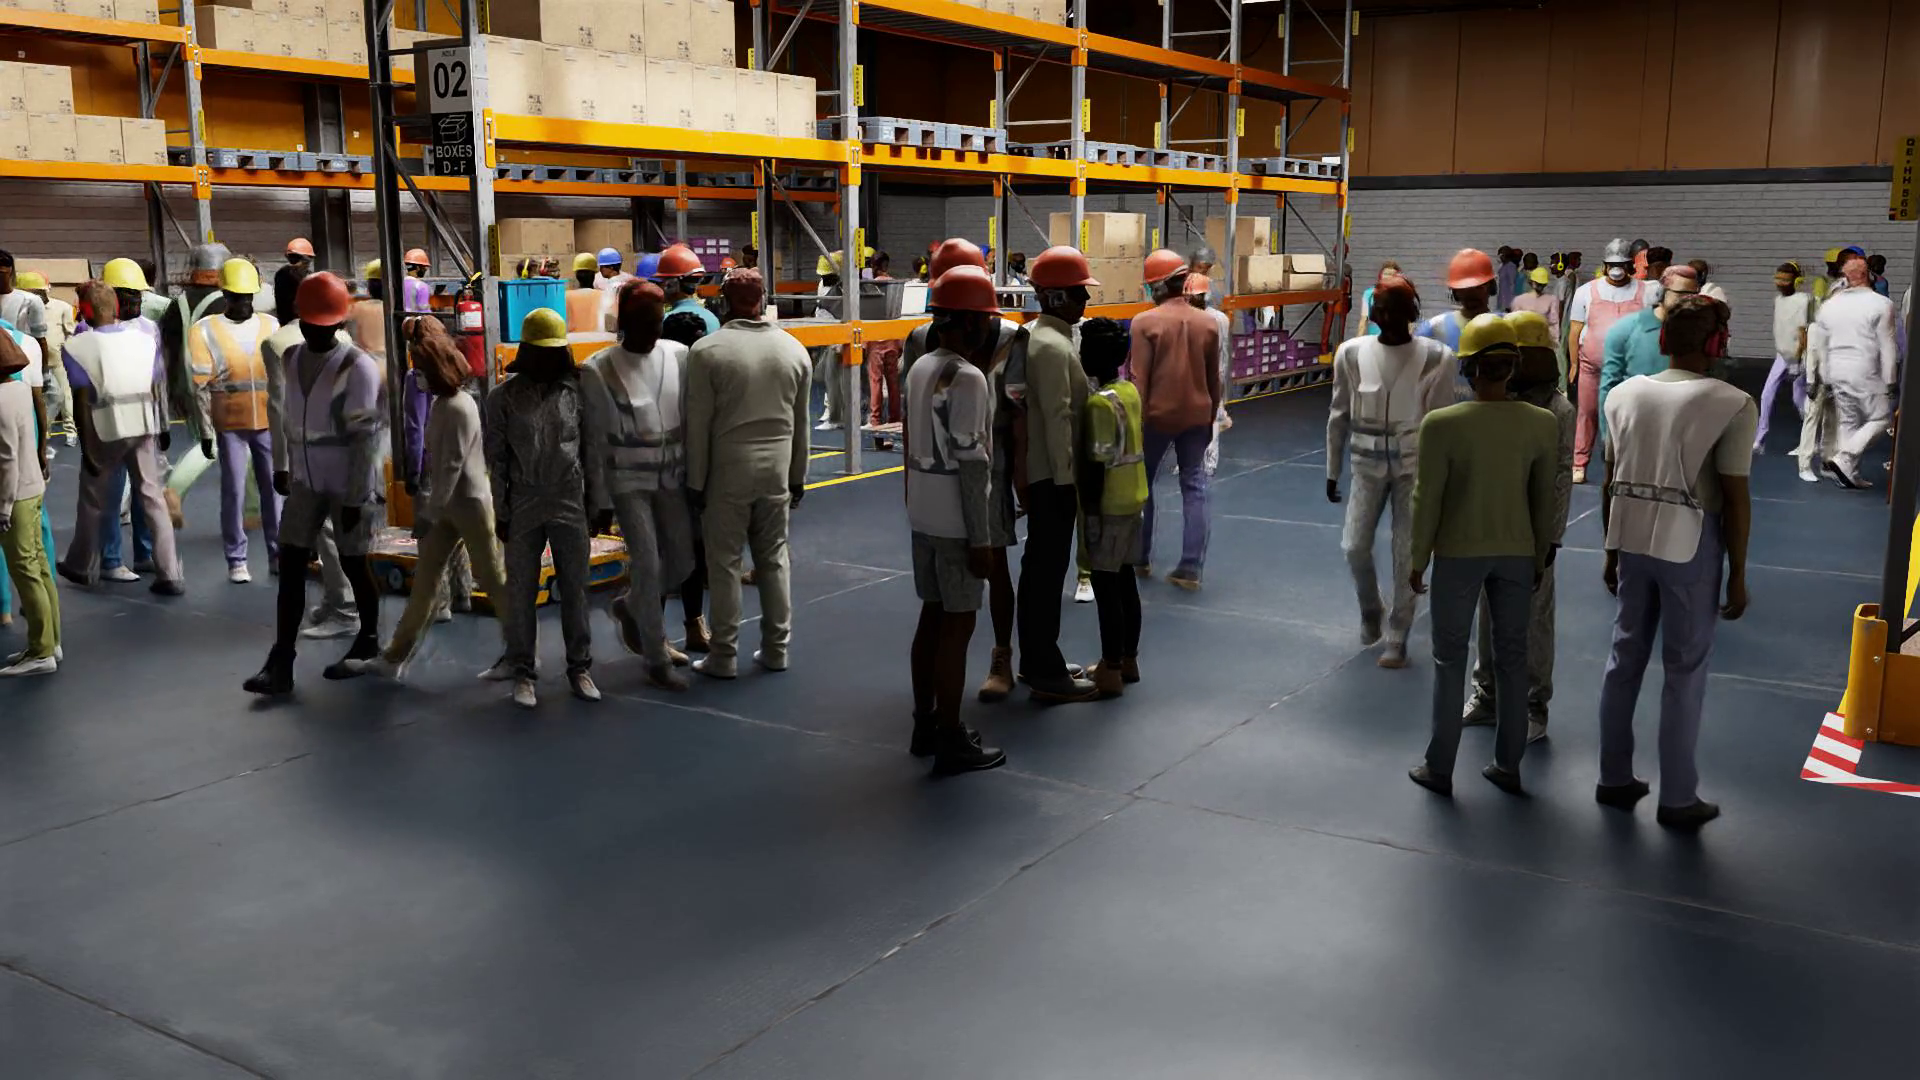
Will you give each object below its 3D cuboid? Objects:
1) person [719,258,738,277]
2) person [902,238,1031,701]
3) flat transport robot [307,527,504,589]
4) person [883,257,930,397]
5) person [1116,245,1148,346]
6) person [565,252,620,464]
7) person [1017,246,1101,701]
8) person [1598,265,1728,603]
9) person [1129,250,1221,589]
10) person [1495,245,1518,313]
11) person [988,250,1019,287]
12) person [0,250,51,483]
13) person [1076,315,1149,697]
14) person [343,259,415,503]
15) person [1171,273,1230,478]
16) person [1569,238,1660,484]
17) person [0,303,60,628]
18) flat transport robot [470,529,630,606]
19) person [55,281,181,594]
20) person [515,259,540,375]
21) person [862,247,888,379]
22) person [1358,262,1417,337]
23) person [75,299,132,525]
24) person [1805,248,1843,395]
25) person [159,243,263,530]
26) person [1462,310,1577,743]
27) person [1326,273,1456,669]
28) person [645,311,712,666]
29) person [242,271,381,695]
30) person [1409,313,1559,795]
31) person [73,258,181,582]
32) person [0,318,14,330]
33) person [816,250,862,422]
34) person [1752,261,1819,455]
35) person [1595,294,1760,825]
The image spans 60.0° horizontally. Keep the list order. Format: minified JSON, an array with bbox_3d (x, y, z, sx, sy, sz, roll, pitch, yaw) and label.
[{"bbox_3d":[-3.496,-3.417,25.361,0.343,1.749,0.571,-1,10,-6],"label":"person"},{"bbox_3d":[0.020,-0.302,7.353,0.612,2.029,0.407,4,11,19],"label":"person"},{"bbox_3d":[-3.361,0.097,9.999,1.431,0.197,0.652,6,12,31],"label":"flat transport robot"},{"bbox_3d":[-0.535,-2.739,21.447,1.012,1.817,0.528,-2,10,-10],"label":"person"},{"bbox_3d":[2.498,-3.297,23.896,0.700,2.000,0.543,7,12,34],"label":"person"},{"bbox_3d":[-3.259,-1.572,14.694,0.604,1.910,0.453,0,10,2],"label":"person"},{"bbox_3d":[0.423,-0.296,7.395,0.379,1.996,0.611,-1,10,-6],"label":"person"},{"bbox_3d":[3.867,-0.558,9.137,0.669,1.884,0.571,2,10,11],"label":"person"},{"bbox_3d":[1.210,-0.723,9.861,0.660,1.951,0.872,-4,11,-22],"label":"person"},{"bbox_3d":[8.905,-3.835,27.166,0.352,1.936,0.635,1,10,3],"label":"person"},{"bbox_3d":[0.519,-2.756,21.270,0.591,1.912,0.399,6,12,31],"label":"person"},{"bbox_3d":[-7.862,-1.424,13.768,0.611,1.958,0.368,-2,10,-9],"label":"person"},{"bbox_3d":[0.667,-0.148,7.424,0.321,1.694,0.534,4,11,22],"label":"person"},{"bbox_3d":[-4.509,-1.239,12.984,0.591,1.895,0.953,2,10,10],"label":"person"},{"bbox_3d":[2.020,-1.405,14.236,0.566,1.744,0.350,6,12,32],"label":"person"},{"bbox_3d":[5.384,-1.461,13.727,0.689,2.000,0.538,3,11,17],"label":"person"},{"bbox_3d":[-5.038,-0.456,8.728,0.349,1.839,0.504,6,12,32],"label":"person"},{"bbox_3d":[-2.342,0.152,9.693,0.652,0.197,1.431,6,12,31],"label":"flat transport robot"},{"bbox_3d":[-4.879,-0.584,9.584,1.007,1.788,0.573,7,12,33],"label":"person"},{"bbox_3d":[-4.512,-1.958,17.075,0.462,1.838,0.536,0,10,-2],"label":"person"},{"bbox_3d":[-1.333,-3.301,24.248,0.591,1.921,0.384,-1,10,-6],"label":"person"},{"bbox_3d":[4.485,-2.020,17.512,0.572,1.793,0.982,6,12,29],"label":"person"},{"bbox_3d":[-6.063,-0.911,11.822,0.315,1.635,0.518,-3,11,-16],"label":"person"},{"bbox_3d":[10.755,-2.645,20.604,0.594,1.924,0.383,-9,13,-40],"label":"person"},{"bbox_3d":[-5.160,-1.052,11.458,0.691,2.000,0.767,4,11,20],"label":"person"},{"bbox_3d":[2.233,-0.050,6.733,0.297,1.744,0.487,-6,12,-31],"label":"person"},{"bbox_3d":[2.048,-0.329,7.923,0.612,1.866,0.457,4,11,23],"label":"person"},{"bbox_3d":[-1.339,-0.250,7.990,0.320,1.694,0.534,7,12,33],"label":"person"},{"bbox_3d":[-2.860,-0.235,7.380,0.601,1.881,0.883,4,11,22],"label":"person"},{"bbox_3d":[1.898,0.059,6.084,0.525,1.760,0.341,-1,10,-4],"label":"person"},{"bbox_3d":[-4.944,-0.709,9.912,0.391,1.918,0.591,4,11,21],"label":"person"},{"bbox_3d":[-7.713,-1.196,13.097,0.353,1.739,0.574,5,11,25],"label":"person"},{"bbox_3d":[-1.301,-2.256,18.498,0.637,1.911,0.403,2,10,10],"label":"person"},{"bbox_3d":[7.720,-1.678,15.543,0.918,1.820,0.544,-2,10,-13],"label":"person"},{"bbox_3d":[2.463,0.072,5.798,0.388,1.837,0.562,-6,12,-31],"label":"person"}]
